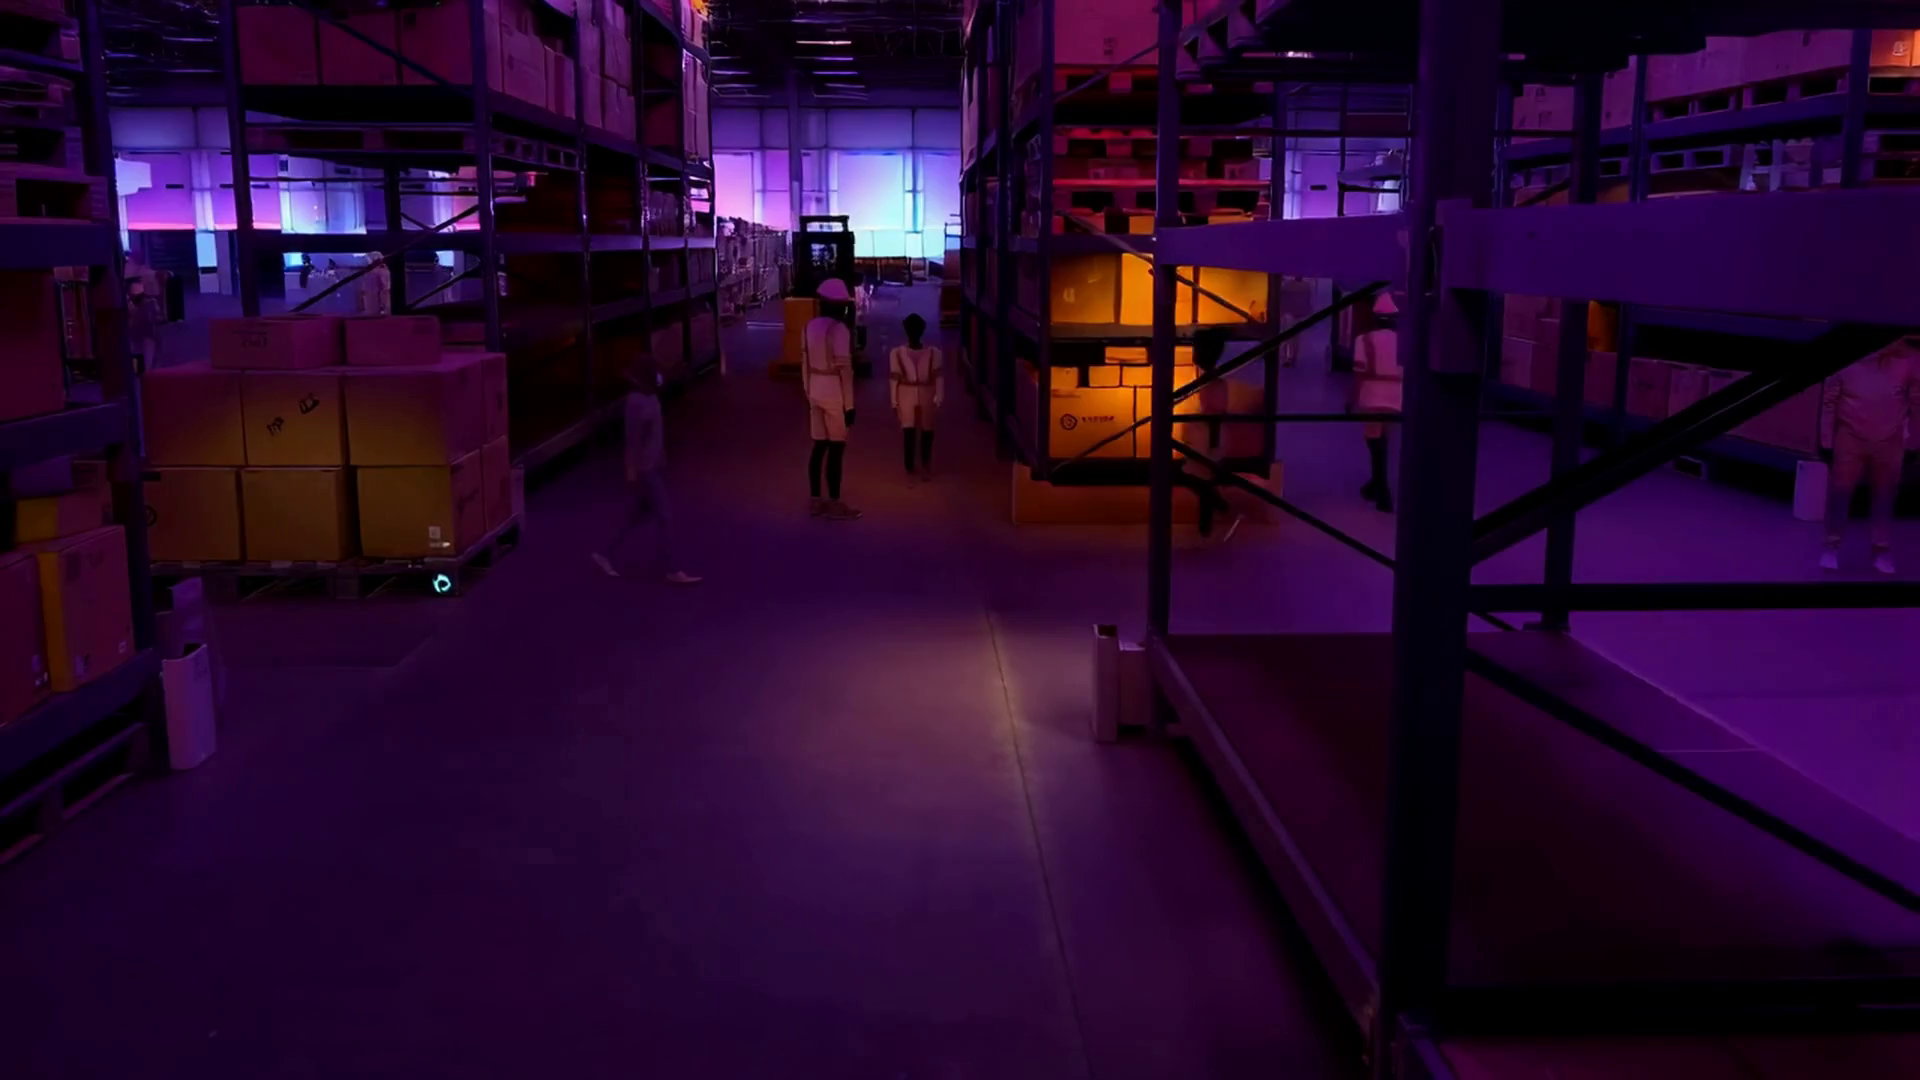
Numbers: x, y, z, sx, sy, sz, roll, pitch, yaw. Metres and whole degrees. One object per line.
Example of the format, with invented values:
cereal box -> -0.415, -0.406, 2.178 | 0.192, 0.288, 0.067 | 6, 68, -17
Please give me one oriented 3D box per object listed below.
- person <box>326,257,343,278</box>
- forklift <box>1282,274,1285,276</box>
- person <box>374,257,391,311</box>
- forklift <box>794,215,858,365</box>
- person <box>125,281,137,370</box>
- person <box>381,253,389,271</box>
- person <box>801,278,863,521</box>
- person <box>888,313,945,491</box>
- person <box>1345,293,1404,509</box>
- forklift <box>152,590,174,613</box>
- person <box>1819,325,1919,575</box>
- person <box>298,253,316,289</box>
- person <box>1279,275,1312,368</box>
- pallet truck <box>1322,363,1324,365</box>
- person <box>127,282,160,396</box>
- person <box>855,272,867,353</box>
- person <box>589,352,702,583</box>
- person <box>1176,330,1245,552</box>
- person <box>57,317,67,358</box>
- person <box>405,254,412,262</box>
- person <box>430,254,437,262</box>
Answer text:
person -> -17.760, -7.101, 47.382 | 0.850, 1.913, 0.544 | 5, 11, 25
forklift -> 12.244, -10.301, 62.506 | 1.129, 2.768, 1.873 | 0, 10, -2
person -> -14.302, -6.026, 41.256 | 0.376, 1.959, 0.600 | 4, 11, 21
forklift -> -2.494, -4.637, 30.953 | 1.129, 2.768, 1.873 | 0, 10, -2
person -> -15.143, -3.919, 30.437 | 0.444, 1.631, 0.514 | 1, 10, 3
person -> -21.547, -9.784, 62.323 | 0.408, 1.918, 0.584 | 1, 10, 4
person -> -1.071, -1.184, 14.057 | 0.391, 2.039, 0.615 | -9, 13, -40
person -> -0.421, -1.335, 15.911 | 0.539, 1.673, 0.650 | -1, 10, -7
person -> 3.759, -1.236, 14.781 | 0.545, 1.900, 0.998 | -1, 10, -5
forklift -> -5.858, -0.811, 9.639 | 1.873, 2.768, 1.129 | -1, 10, -3
person -> 6.410, -0.694, 11.744 | 0.637, 1.899, 0.396 | 4, 11, 20
person -> -20.624, -8.064, 52.384 | 0.713, 2.000, 0.702 | 8, 13, 38
person -> 6.174, -4.140, 30.877 | 0.638, 1.905, 0.870 | 5, 11, 24
pallet truck -> 7.712, -4.157, 30.737 | 1.885, 1.965, 0.823 | 3, 11, 16
person -> -12.587, -3.107, 25.619 | 0.531, 1.741, 0.758 | -1, 10, -7
person -> -2.141, -4.804, 35.180 | 0.315, 1.696, 0.541 | -4, 11, -24
person -> -2.215, -0.499, 11.468 | 0.795, 1.605, 0.507 | 1, 10, 6
person -> 1.895, -0.742, 12.556 | 0.452, 1.685, 0.548 | 0, 10, -2
person -> -12.296, -2.468, 22.360 | 0.512, 1.614, 0.616 | 1, 10, 6
person -> -22.781, -10.921, 68.907 | 0.727, 1.814, 0.640 | -4, 11, -23
person -> -21.563, -10.872, 68.572 | 0.580, 1.844, 0.537 | -2, 10, -9
